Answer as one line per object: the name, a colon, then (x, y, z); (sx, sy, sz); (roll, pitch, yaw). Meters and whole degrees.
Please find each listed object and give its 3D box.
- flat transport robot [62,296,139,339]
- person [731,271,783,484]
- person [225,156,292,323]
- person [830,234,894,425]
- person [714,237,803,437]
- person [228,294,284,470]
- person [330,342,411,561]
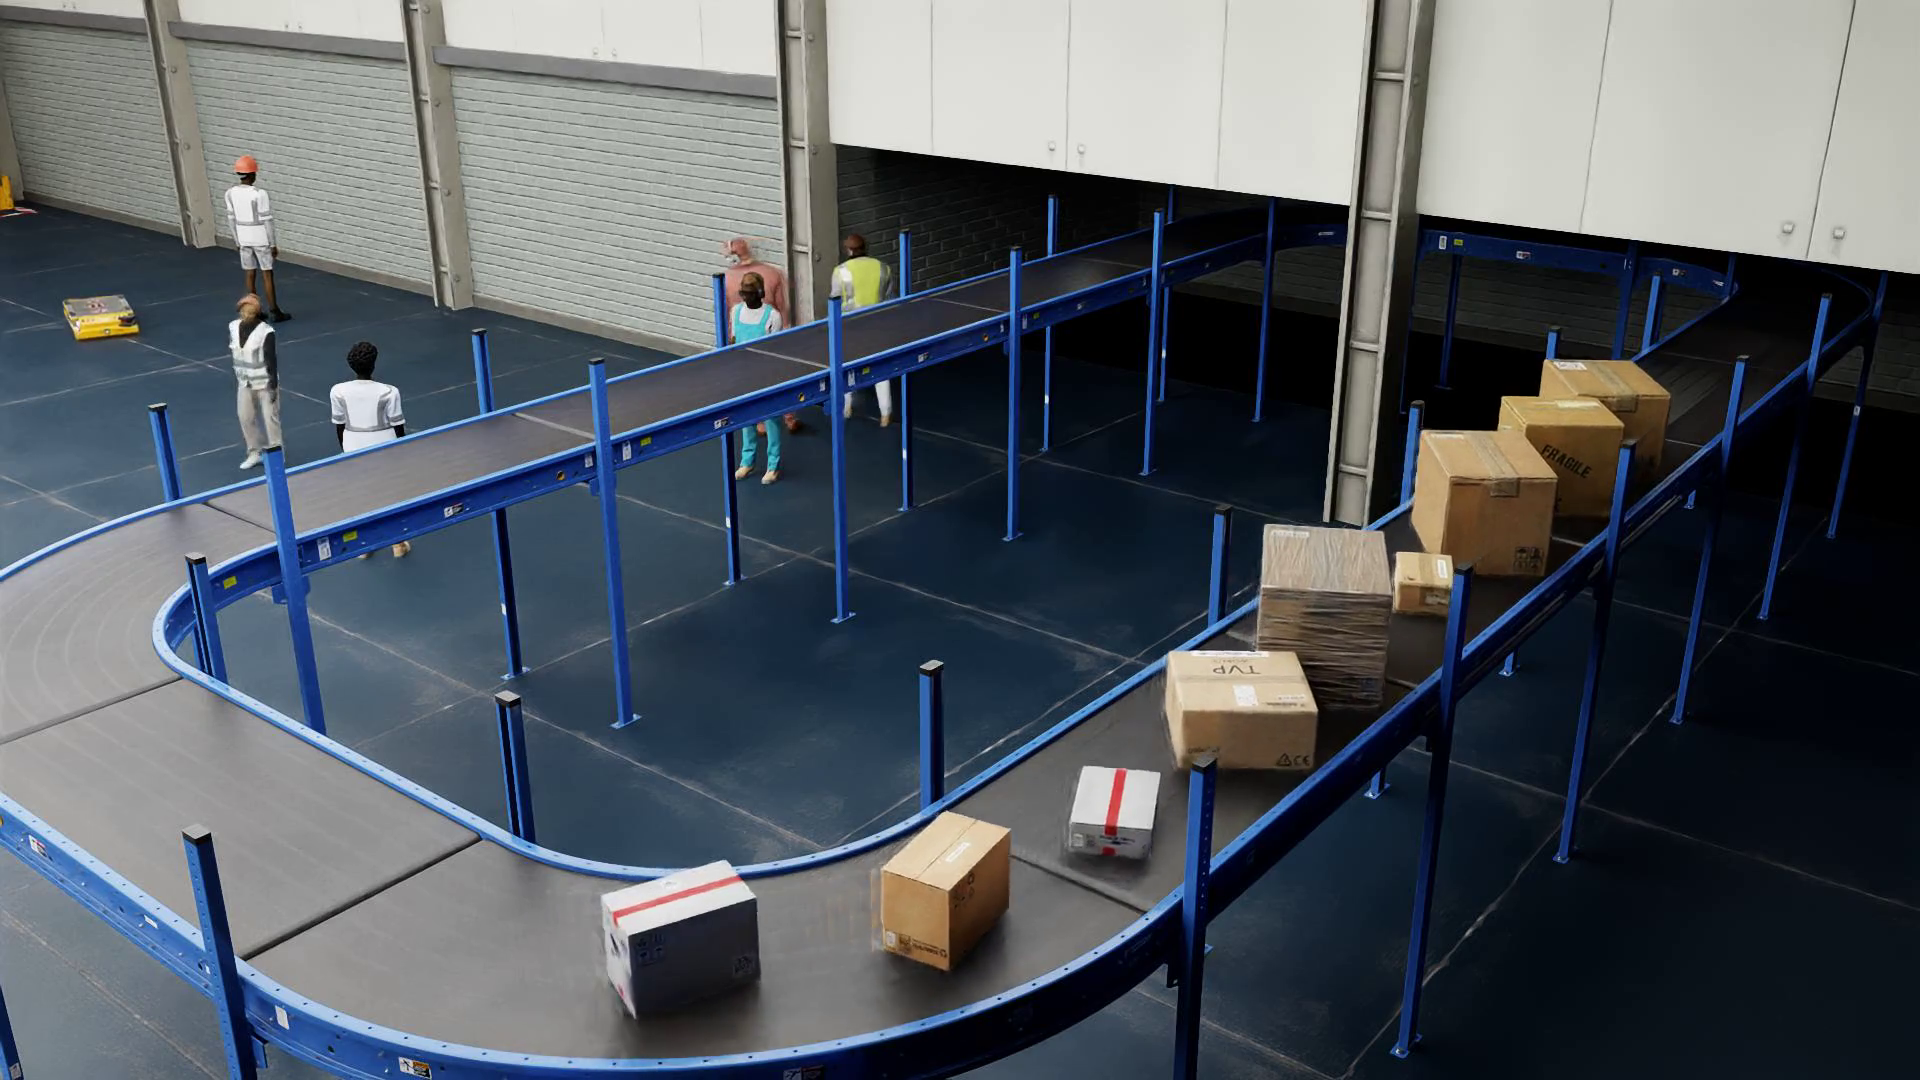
flat transport robot: (-10.086, -2.637, 19.487); (0.652, 0.197, 1.431); (-13, 25, -29)
person: (-1.738, -1.387, 14.198); (0.505, 1.844, 0.344); (9, 23, 23)
person: (-8.235, -3.506, 19.453); (0.547, 1.938, 0.377); (5, 22, 12)
person: (-0.951, -2.008, 15.847); (0.711, 1.790, 0.780); (-10, 24, -25)
person: (-1.906, -1.882, 15.429); (0.749, 1.867, 0.413); (-6, 22, -16)
person: (-6.079, -1.356, 14.432); (0.545, 1.609, 0.378); (8, 23, 18)
person: (-4.433, -0.661, 12.566); (0.535, 1.690, 0.319); (-1, 22, -3)
